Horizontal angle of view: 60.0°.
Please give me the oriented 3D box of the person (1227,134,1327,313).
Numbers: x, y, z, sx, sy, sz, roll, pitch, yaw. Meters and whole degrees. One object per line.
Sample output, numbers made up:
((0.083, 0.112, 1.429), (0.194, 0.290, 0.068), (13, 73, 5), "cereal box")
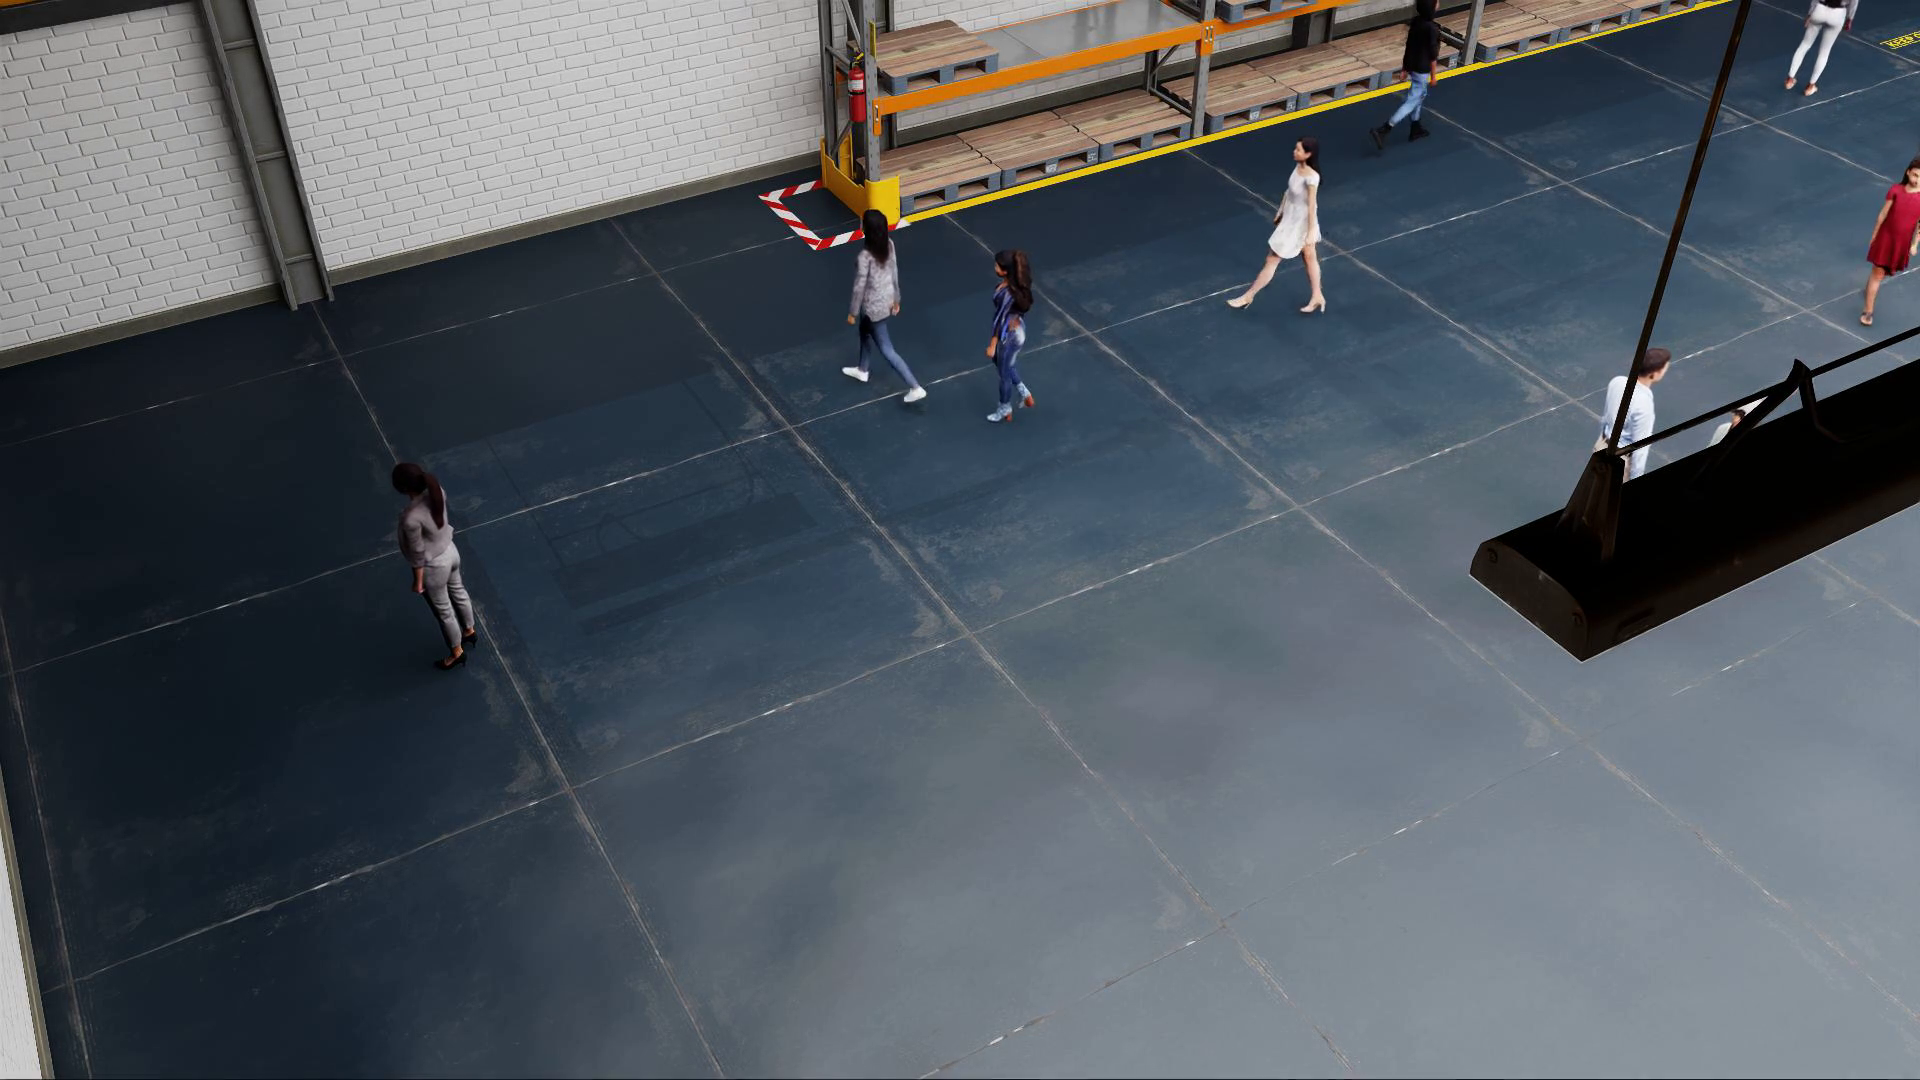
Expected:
((3.116, -2.781, 14.860), (1.228, 1.734, 0.971), (-2, 39, -3), "person")

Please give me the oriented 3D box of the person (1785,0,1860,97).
((9.738, -5.818, 18.674), (0.724, 1.720, 0.731), (26, 45, 29), "person")

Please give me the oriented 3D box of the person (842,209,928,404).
((-0.629, -1.895, 13.781), (1.037, 1.695, 1.172), (21, 43, 24), "person")

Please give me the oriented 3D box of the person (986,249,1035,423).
((0.453, -1.642, 13.531), (0.807, 1.614, 0.762), (5, 39, 6), "person")

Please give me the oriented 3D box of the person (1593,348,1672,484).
((4.761, -0.601, 12.042), (0.693, 1.844, 0.709), (-9, 40, -11), "person")

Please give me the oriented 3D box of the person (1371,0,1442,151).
((4.777, -4.916, 17.589), (1.107, 1.665, 0.649), (-15, 41, -18), "person")

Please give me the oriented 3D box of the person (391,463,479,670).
((-3.528, 0.166, 11.214), (0.776, 1.679, 0.720), (9, 39, 11), "person")

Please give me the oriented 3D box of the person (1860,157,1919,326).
((8.425, -2.748, 14.979), (0.905, 1.534, 1.015), (14, 41, 17), "person")

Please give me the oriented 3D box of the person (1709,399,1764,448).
((5.415, -0.328, 11.861), (0.485, 1.643, 0.564), (-19, 42, -22), "person")
